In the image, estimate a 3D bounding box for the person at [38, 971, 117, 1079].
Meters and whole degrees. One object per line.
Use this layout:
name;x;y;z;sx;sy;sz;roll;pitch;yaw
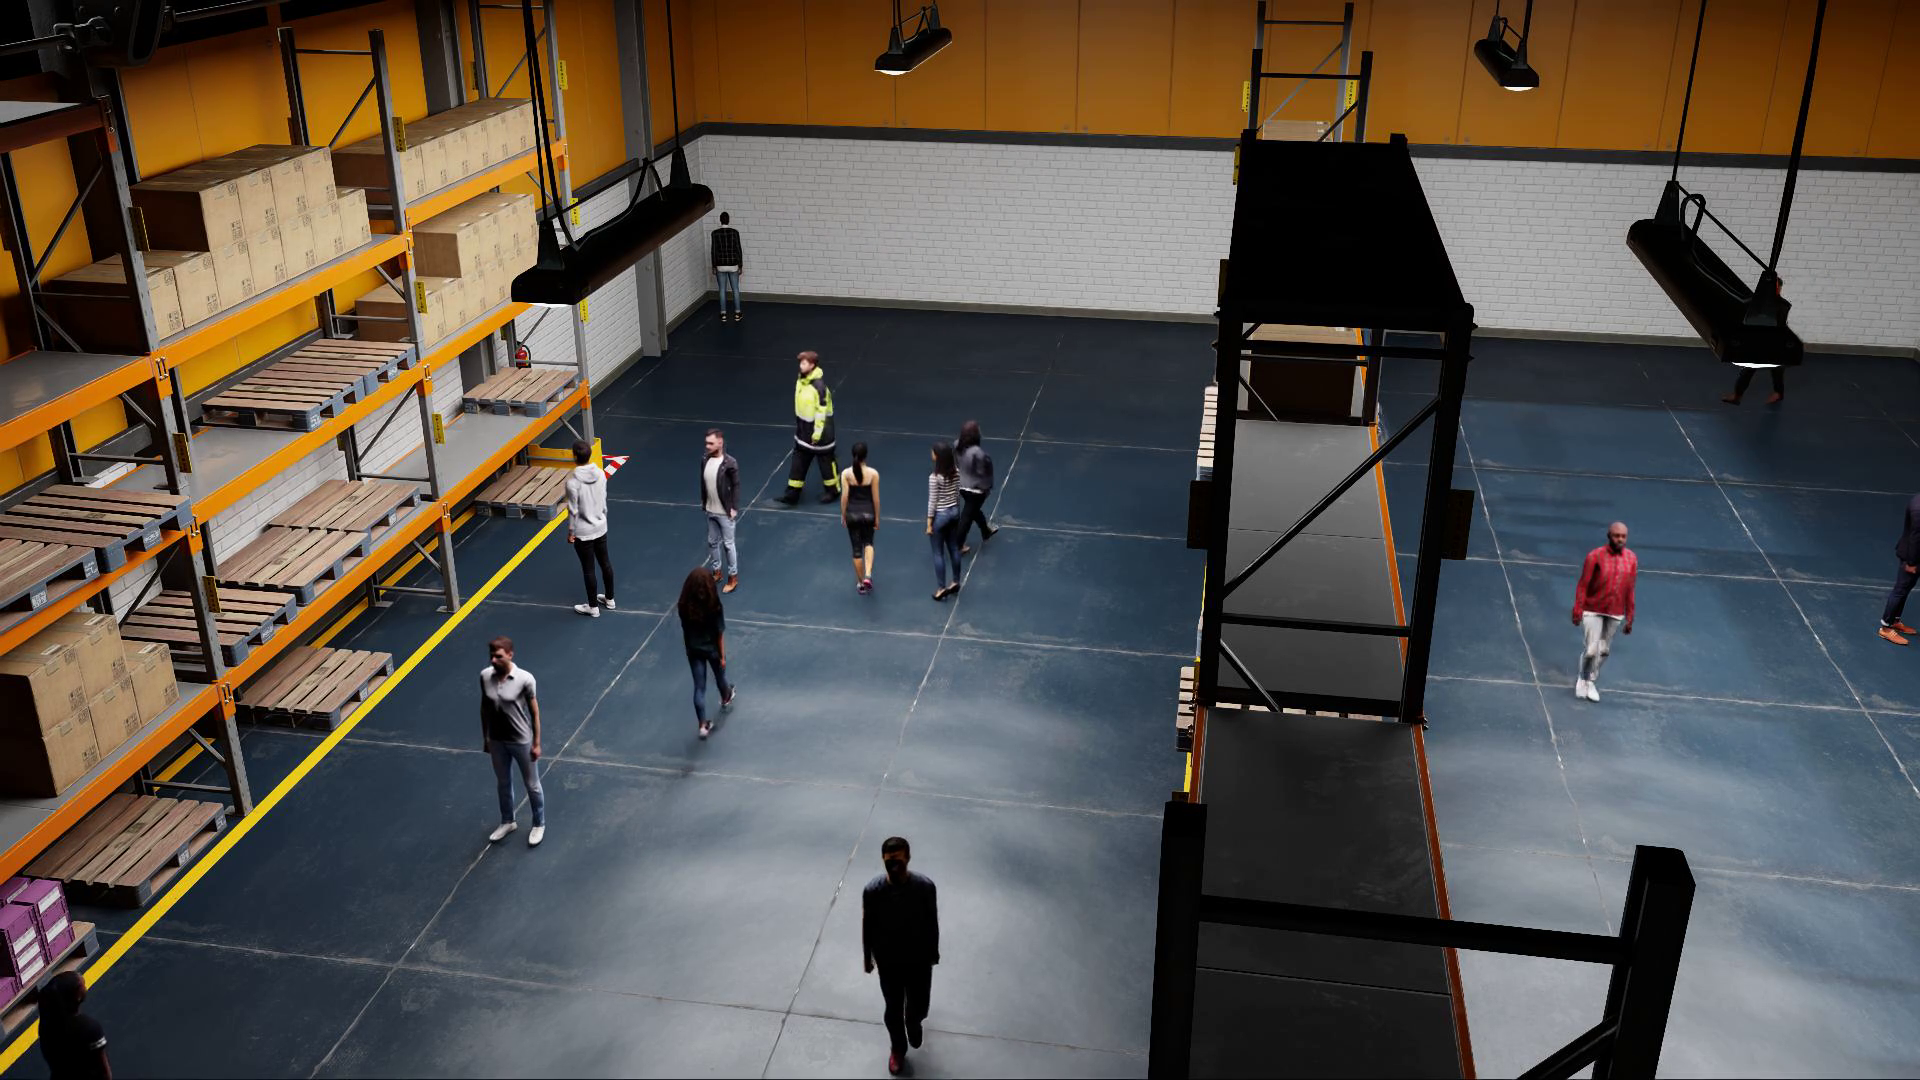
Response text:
person;-5.203;3.339;9.793;0.619;1.714;0.759;4;24;9

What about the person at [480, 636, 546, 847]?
person;-3.651;1.616;13.564;0.653;1.851;0.540;5;24;12

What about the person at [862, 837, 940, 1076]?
person;-0.385;2.715;11.116;0.732;1.798;0.754;-1;24;-1

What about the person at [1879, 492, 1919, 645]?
person;9.726;0.147;16.965;0.849;1.817;0.734;20;30;37

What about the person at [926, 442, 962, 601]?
person;-0.161;-0.199;17.793;0.635;1.789;0.728;-22;32;-40

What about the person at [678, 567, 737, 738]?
person;-2.358;1.048;15.189;0.595;1.589;0.968;4;24;8

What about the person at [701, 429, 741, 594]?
person;-2.595;-0.344;18.066;0.740;1.835;0.698;11;26;24

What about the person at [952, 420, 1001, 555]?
person;0.081;-0.566;18.922;1.128;1.557;1.059;-16;28;-33

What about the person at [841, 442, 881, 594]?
person;-1.063;-0.193;17.872;0.676;1.715;0.754;-4;24;-8

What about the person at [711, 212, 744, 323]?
person;-3.889;-4.571;27.754;0.740;1.820;0.683;-4;24;-10

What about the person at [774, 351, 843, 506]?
person;-1.688;-1.358;20.256;1.283;1.939;1.194;-19;30;-37

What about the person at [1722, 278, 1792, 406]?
person;11.555;-2.773;23.612;1.244;1.843;1.328;-10;26;-23

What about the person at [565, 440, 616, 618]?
person;-3.881;-0.134;17.469;0.833;1.930;0.696;16;28;32

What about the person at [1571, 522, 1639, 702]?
person;6.101;0.634;15.859;0.743;1.811;0.702;0;24;0
